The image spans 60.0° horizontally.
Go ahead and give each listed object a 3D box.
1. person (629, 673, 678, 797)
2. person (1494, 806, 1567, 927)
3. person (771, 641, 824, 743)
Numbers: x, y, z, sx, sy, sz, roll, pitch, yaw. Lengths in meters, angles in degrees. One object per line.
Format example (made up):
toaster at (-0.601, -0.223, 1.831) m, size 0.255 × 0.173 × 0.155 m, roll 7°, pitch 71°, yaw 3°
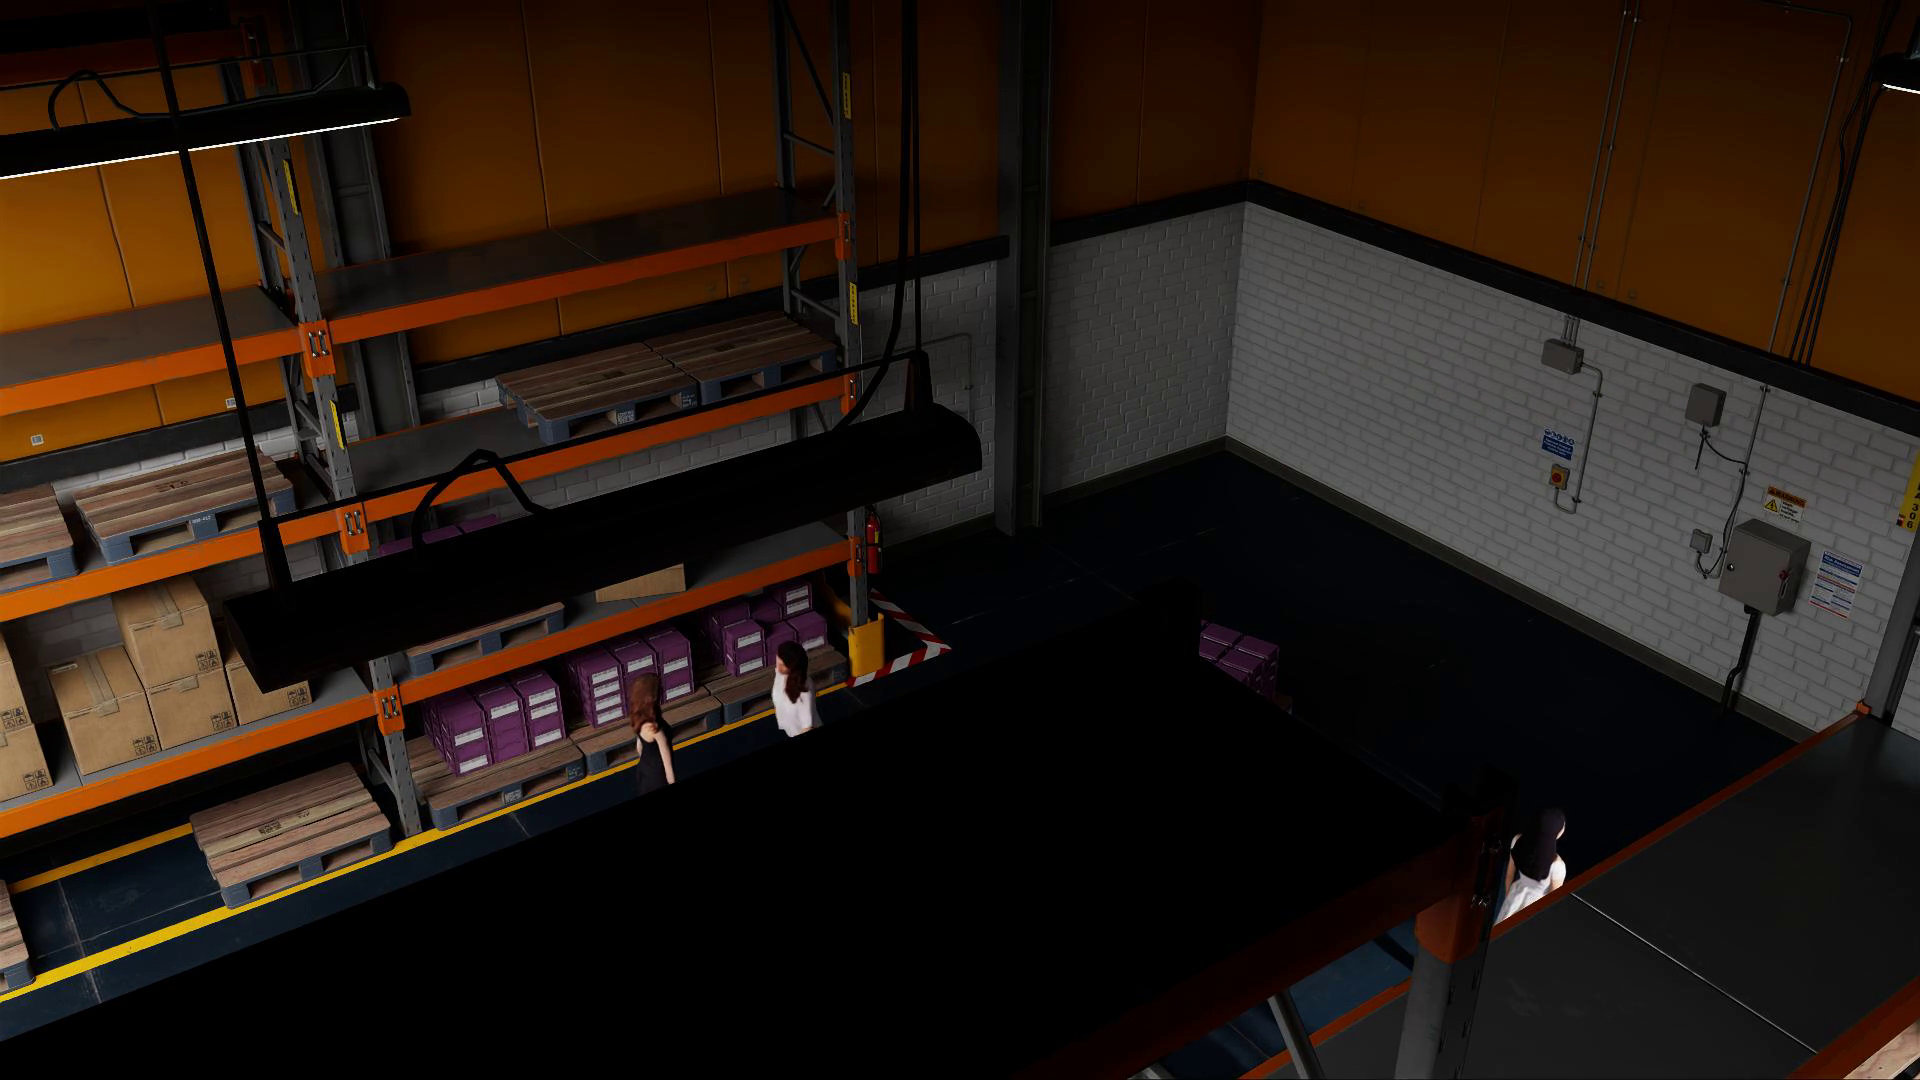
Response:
person at (-2.151, 1.691, 11.710) m, size 0.507 × 1.745 × 0.592 m, roll -20°, pitch 35°, yaw -32°
person at (3.556, 2.389, 10.400) m, size 0.626 × 1.775 × 0.643 m, roll -17°, pitch 33°, yaw -28°
person at (-1.082, 1.423, 12.241) m, size 1.216 × 1.707 × 0.788 m, roll -24°, pitch 37°, yaw -37°
